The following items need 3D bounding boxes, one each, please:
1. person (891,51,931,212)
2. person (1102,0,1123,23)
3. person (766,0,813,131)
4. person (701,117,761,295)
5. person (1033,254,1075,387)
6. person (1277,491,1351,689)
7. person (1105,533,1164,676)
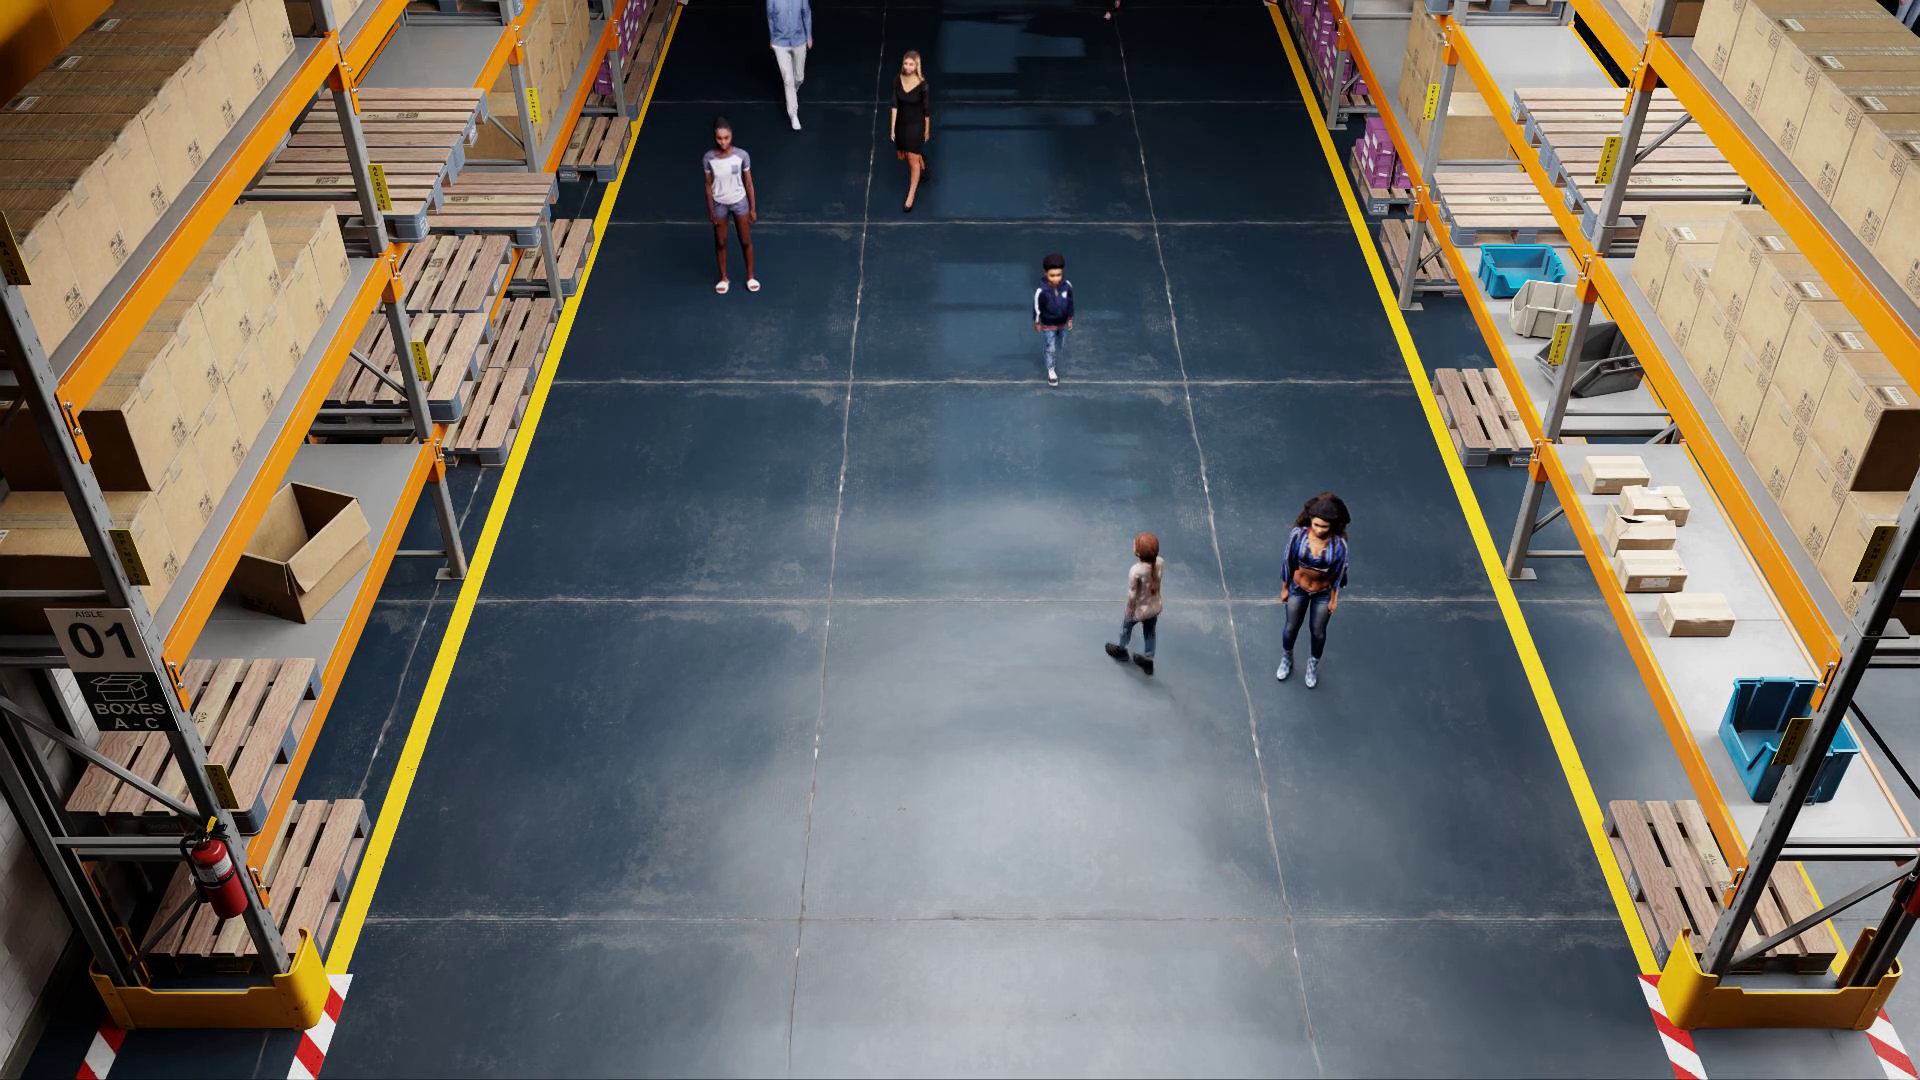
[{"bbox_3d":[-0.479,-4.248,17.109,0.811,1.660,1.008,17,42,20],"label":"person"},{"bbox_3d":[2.007,-7.530,21.175,0.898,1.714,1.191,16,41,19],"label":"person"},{"bbox_3d":[-1.920,-5.635,18.682,0.851,1.863,1.162,-10,40,-12],"label":"person"},{"bbox_3d":[-2.167,-3.153,15.688,0.638,1.723,0.583,-5,39,-6],"label":"person"},{"bbox_3d":[0.822,-1.982,14.630,0.622,1.212,0.770,-9,40,-11],"label":"person"},{"bbox_3d":[2.406,0.346,11.389,0.684,1.620,0.663,13,40,16],"label":"person"},{"bbox_3d":[1.315,0.472,11.581,0.626,1.184,0.707,-20,43,-23],"label":"person"}]
